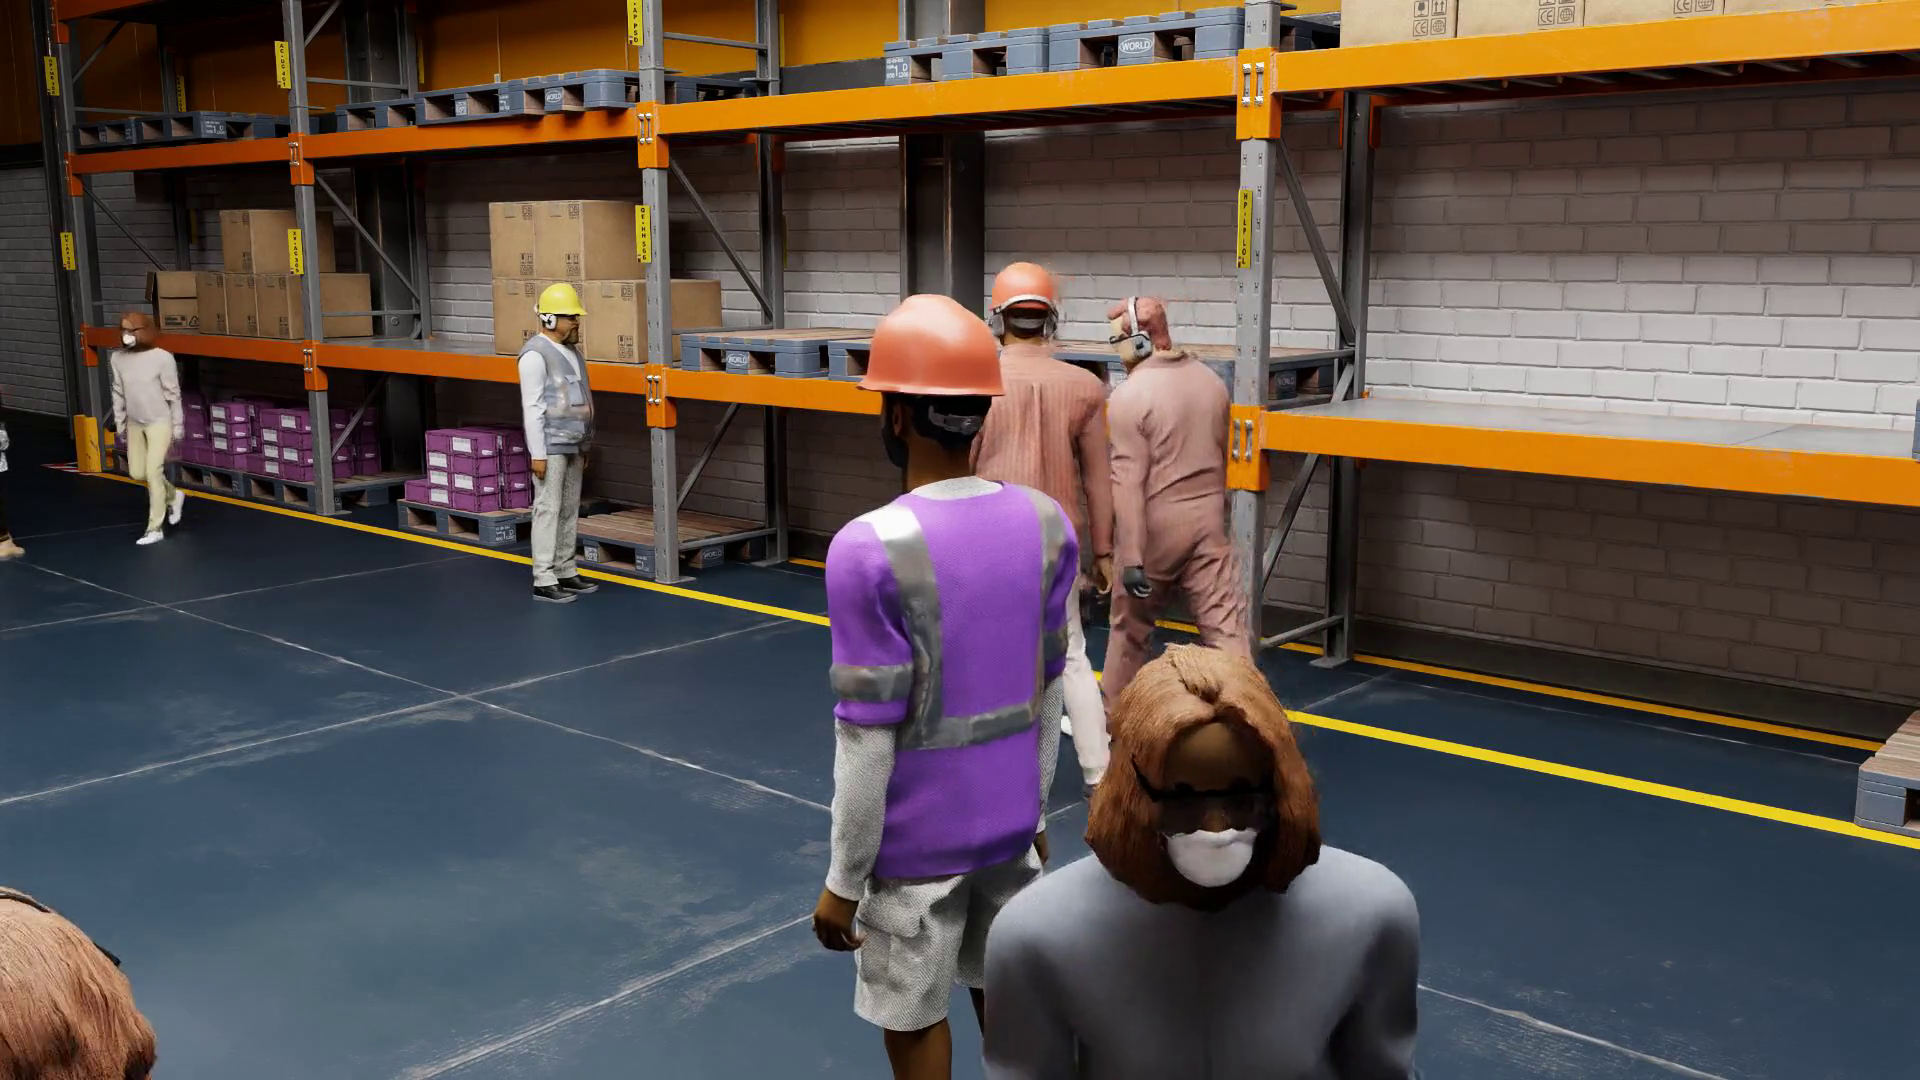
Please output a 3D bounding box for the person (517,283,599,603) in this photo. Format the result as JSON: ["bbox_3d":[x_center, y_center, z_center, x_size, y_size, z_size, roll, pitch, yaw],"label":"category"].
[{"bbox_3d":[-2.300,-0.557,9.583,0.403,1.825,0.595,3,10,14],"label":"person"}]

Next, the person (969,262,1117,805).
[{"bbox_3d":[0.264,0.022,5.896,0.765,1.974,0.494,-4,11,-20],"label":"person"}]

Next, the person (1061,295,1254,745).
[{"bbox_3d":[0.831,-0.020,6.475,0.739,1.845,0.984,-7,12,-36],"label":"person"}]

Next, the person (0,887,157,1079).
[{"bbox_3d":[-0.639,1.024,1.228,0.532,1.583,0.892,-5,11,-27],"label":"person"}]

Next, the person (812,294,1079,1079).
[{"bbox_3d":[-0.042,0.526,3.077,0.542,1.939,0.361,-9,13,-42],"label":"person"}]

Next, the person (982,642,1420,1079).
[{"bbox_3d":[0.288,0.881,1.989,0.535,1.606,0.459,0,10,2],"label":"person"}]

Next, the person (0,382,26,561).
[{"bbox_3d":[-6.406,-0.694,10.726,0.547,1.695,0.342,0,10,3],"label":"person"}]

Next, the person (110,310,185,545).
[{"bbox_3d":[-5.580,-0.798,11.541,0.512,1.607,0.589,2,10,12],"label":"person"}]
